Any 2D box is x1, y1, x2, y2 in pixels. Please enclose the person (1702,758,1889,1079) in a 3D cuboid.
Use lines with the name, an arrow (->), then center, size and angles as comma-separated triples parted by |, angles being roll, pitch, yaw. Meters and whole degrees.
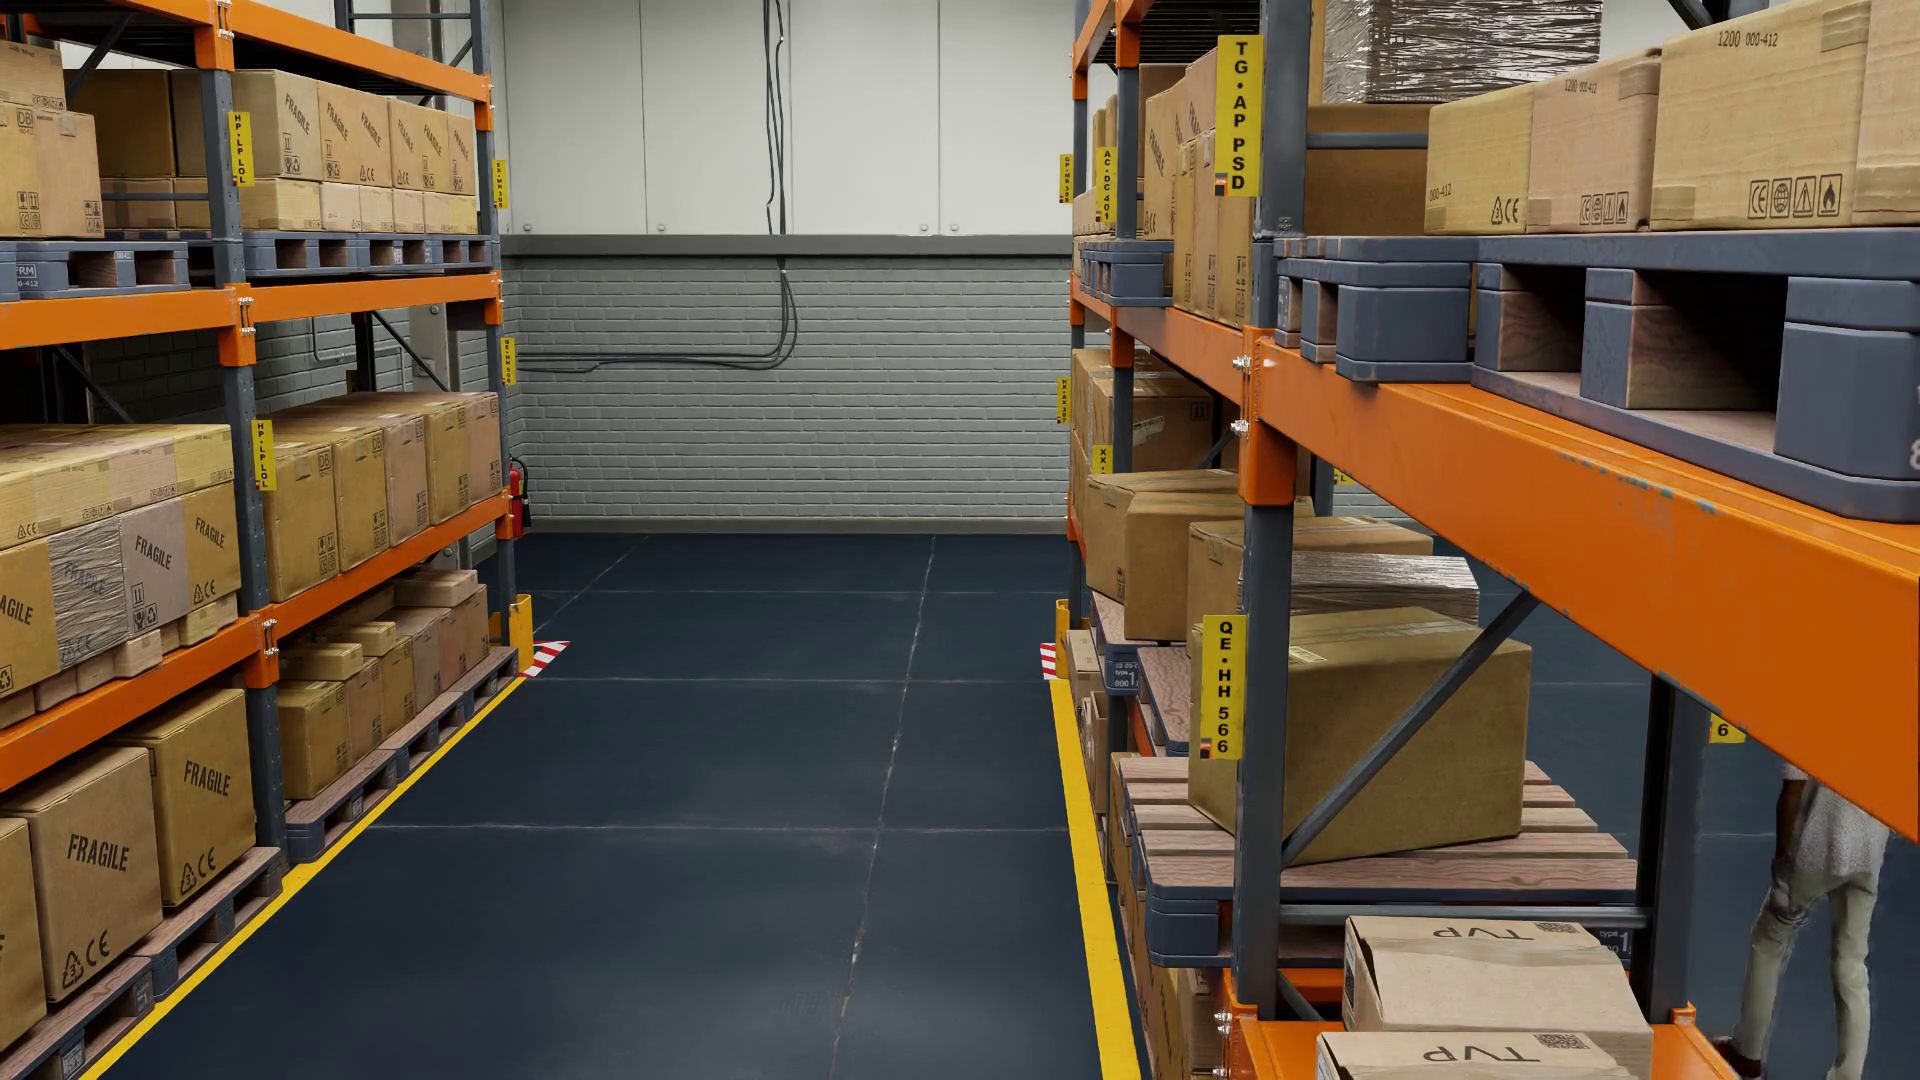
person -> 2.998, 1.092, 5.846 | 0.525, 1.842, 0.756 | 0, 10, -3
